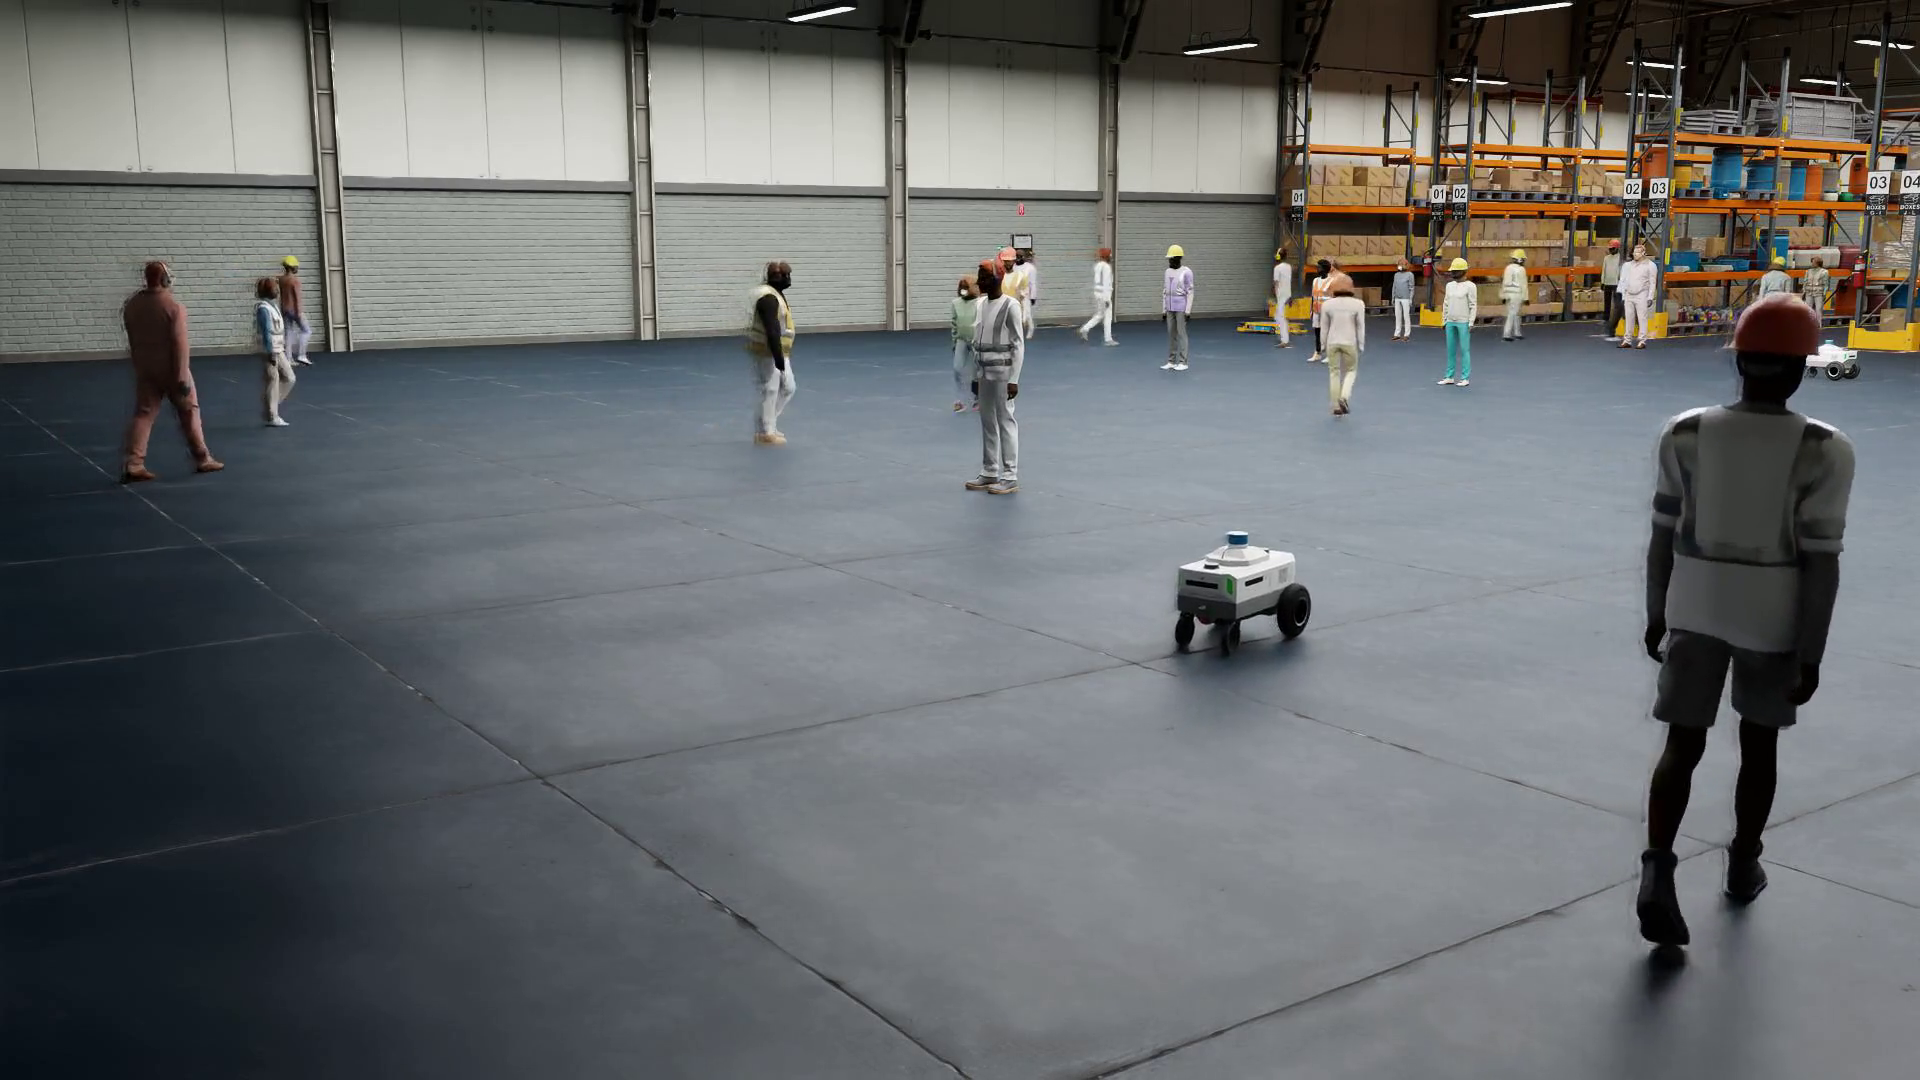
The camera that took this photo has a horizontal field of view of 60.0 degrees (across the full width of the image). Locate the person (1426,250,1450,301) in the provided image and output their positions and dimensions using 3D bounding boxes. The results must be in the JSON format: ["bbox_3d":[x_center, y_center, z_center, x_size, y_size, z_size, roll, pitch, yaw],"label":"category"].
[{"bbox_3d":[12.026,-6.443,41.933,0.546,1.715,0.920,7,12,34],"label":"person"}]

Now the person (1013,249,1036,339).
[{"bbox_3d":[1.210,-4.813,32.759,0.631,1.821,0.770,4,11,22],"label":"person"}]

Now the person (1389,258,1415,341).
[{"bbox_3d":[8.766,-4.756,32.944,0.269,1.632,0.504,-7,12,-34],"label":"person"}]

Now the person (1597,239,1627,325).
[{"bbox_3d":[15.164,-5.973,38.635,0.392,1.989,0.618,-7,12,-34],"label":"person"}]

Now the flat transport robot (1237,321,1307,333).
[{"bbox_3d":[6.663,-4.540,35.502,0.652,0.197,1.431,-7,13,-34],"label":"flat transport robot"}]

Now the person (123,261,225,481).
[{"bbox_3d":[-6.801,-1.445,14.199,0.659,1.860,0.980,3,11,17],"label":"person"}]

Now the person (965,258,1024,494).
[{"bbox_3d":[0.286,-1.315,13.395,0.339,1.882,0.581,-7,12,-34],"label":"person"}]

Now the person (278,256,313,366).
[{"bbox_3d":[-10.631,-3.651,26.575,0.530,1.755,0.489,5,11,25],"label":"person"}]

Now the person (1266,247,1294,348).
[{"bbox_3d":[5.927,-4.496,30.918,0.622,1.855,0.502,8,13,36],"label":"person"}]

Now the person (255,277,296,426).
[{"bbox_3d":[-7.443,-2.033,18.041,0.381,1.623,0.537,-2,10,-9],"label":"person"}]

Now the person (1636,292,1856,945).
[{"bbox_3d":[2.260,0.233,4.869,0.554,1.904,0.932,7,13,35],"label":"person"}]

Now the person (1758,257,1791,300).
[{"bbox_3d":[14.712,-4.262,30.094,0.518,1.689,0.927,5,12,27],"label":"person"}]

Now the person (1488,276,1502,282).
[{"bbox_3d":[13.501,-6.624,42.156,0.819,2.018,0.608,-5,11,-23],"label":"person"}]

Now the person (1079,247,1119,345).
[{"bbox_3d":[2.663,-4.630,31.624,0.676,1.869,0.579,-3,11,-18],"label":"person"}]

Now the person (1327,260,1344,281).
[{"bbox_3d":[7.639,-4.933,34.040,0.879,1.581,0.520,-8,13,-37],"label":"person"}]

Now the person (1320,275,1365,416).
[{"bbox_3d":[4.393,-2.231,19.112,0.523,1.617,0.340,4,11,22],"label":"person"}]

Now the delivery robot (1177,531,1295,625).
[{"bbox_3d":[1.412,0.200,8.482,0.477,0.478,0.707,8,13,38],"label":"delivery robot"}]

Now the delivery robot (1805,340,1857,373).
[{"bbox_3d":[12.592,-2.655,24.132,0.477,0.478,0.707,-7,13,-35],"label":"delivery robot"}]

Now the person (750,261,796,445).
[{"bbox_3d":[-1.856,-1.847,16.495,0.436,1.823,0.668,1,10,4],"label":"person"}]

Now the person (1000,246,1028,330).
[{"bbox_3d":[0.664,-3.152,23.375,0.589,1.914,0.603,2,10,8],"label":"person"}]

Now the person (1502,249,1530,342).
[{"bbox_3d":[10.943,-4.759,32.478,0.747,1.802,0.612,-2,11,-13],"label":"person"}]

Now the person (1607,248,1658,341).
[{"bbox_3d":[13.268,-4.843,32.816,1.072,1.851,0.616,-2,11,-12],"label":"person"}]

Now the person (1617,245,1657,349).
[{"bbox_3d":[12.475,-4.476,30.664,0.401,1.907,0.648,-7,12,-34],"label":"person"}]

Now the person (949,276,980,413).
[{"bbox_3d":[0.089,-2.278,19.422,0.515,1.596,0.683,5,11,24],"label":"person"}]

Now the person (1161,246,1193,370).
[{"bbox_3d":[3.336,-3.575,25.716,0.425,1.916,0.622,-7,13,-35],"label":"person"}]

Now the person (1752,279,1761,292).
[{"bbox_3d":[24.459,-8.088,50.798,0.932,1.796,0.604,-8,13,-38],"label":"person"}]

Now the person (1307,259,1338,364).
[{"bbox_3d":[5.924,-3.726,27.120,0.319,1.698,0.539,-7,12,-34],"label":"person"}]

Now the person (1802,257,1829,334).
[{"bbox_3d":[18.098,-5.171,35.214,0.312,1.636,0.520,-7,12,-34],"label":"person"}]

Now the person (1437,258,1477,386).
[{"bbox_3d":[6.884,-3.007,23.002,0.325,1.765,0.530,-7,12,-34],"label":"person"}]
